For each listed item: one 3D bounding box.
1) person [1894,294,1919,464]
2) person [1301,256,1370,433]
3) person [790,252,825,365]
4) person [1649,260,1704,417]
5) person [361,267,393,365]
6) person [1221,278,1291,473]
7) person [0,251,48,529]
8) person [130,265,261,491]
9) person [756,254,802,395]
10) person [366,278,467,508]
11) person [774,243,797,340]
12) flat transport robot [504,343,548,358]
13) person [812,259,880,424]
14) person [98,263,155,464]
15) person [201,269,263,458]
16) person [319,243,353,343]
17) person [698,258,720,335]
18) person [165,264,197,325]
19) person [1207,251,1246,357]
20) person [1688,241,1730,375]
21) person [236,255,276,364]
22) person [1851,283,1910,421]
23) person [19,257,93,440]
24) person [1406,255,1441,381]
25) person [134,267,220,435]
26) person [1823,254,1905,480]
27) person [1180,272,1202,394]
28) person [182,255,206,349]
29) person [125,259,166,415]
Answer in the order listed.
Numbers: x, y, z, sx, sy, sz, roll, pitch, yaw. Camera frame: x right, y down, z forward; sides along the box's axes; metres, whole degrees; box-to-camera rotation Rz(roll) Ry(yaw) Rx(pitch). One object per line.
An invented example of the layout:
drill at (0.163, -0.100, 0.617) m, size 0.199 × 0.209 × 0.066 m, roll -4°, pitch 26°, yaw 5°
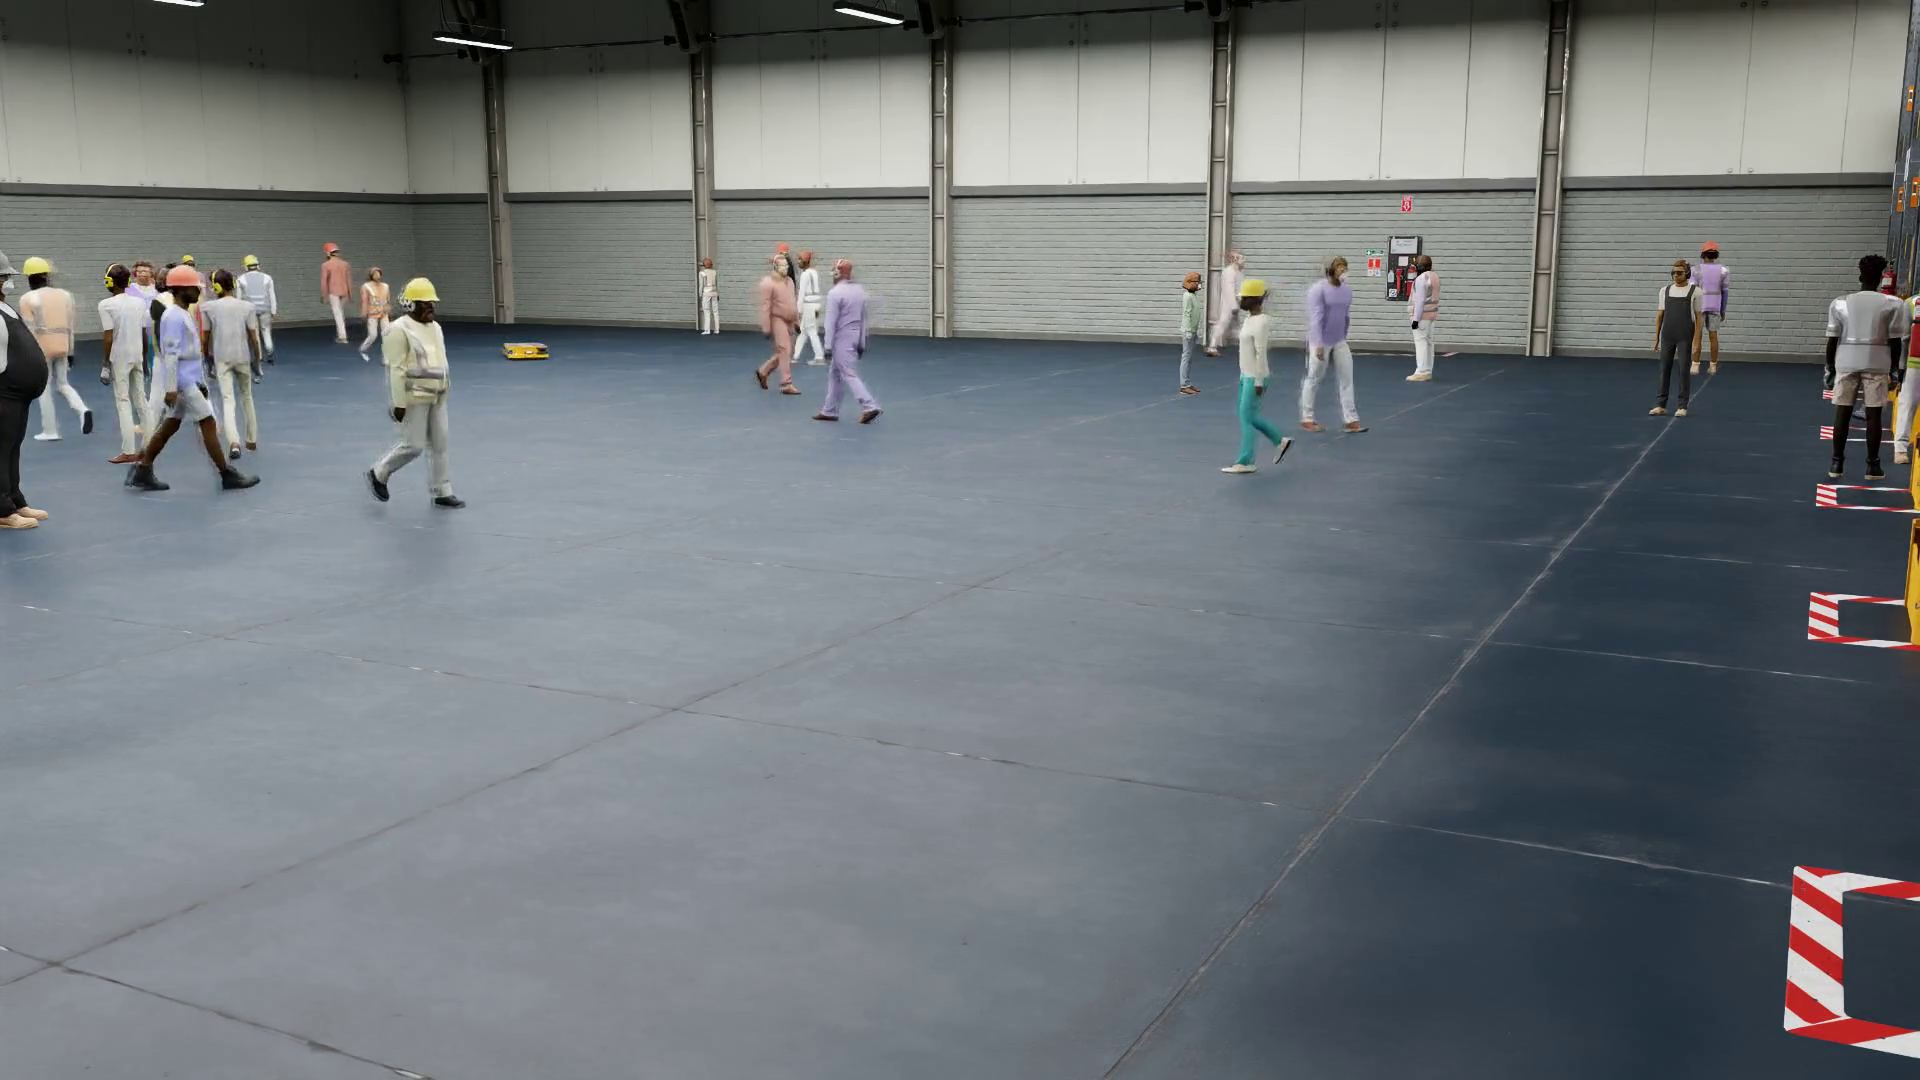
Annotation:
person at (9.052, -1.617, 15.496) m, size 0.624 × 1.844 × 0.430 m, roll 2°, pitch 11°, yaw 10°
person at (4.029, -2.073, 17.825) m, size 0.655 × 1.903 × 0.910 m, roll -6°, pitch 12°, yaw -31°
person at (-2.588, -3.788, 27.284) m, size 0.802 × 1.852 × 0.606 m, roll 2°, pitch 11°, yaw 10°
person at (8.437, -2.366, 19.569) m, size 0.516 × 1.843 × 0.325 m, roll 9°, pitch 14°, yaw 41°
person at (-9.655, -3.695, 27.442) m, size 0.594 × 1.619 × 0.533 m, roll 8°, pitch 13°, yaw 36°
person at (2.667, -1.468, 14.902) m, size 0.561 × 1.751 × 0.536 m, roll 0°, pitch 10°, yaw 0°
person at (-6.976, -1.111, 12.190) m, size 0.537 × 2.000 × 0.679 m, roll -3°, pitch 11°, yaw -17°
person at (-6.484, -1.339, 13.867) m, size 1.015 × 1.888 × 0.561 m, roll -4°, pitch 11°, yaw -20°
person at (-2.448, -2.908, 22.427) m, size 0.743 × 1.882 × 0.655 m, roll 5°, pitch 11°, yaw 24°
person at (-4.262, -1.132, 12.962) m, size 0.702 × 1.810 × 0.597 m, roll 3°, pitch 11°, yaw 16°
person at (-3.576, -4.995, 33.554) m, size 0.663 × 1.967 × 0.632 m, roll -3°, pitch 11°, yaw -15°
flat transport robot at (-7.578, -3.309, 29.008) m, size 0.652 × 0.197 × 1.431 m, roll -3°, pitch 11°, yaw -18°
person at (-1.293, -2.258, 18.923) m, size 0.944 × 1.868 × 0.650 m, roll 5°, pitch 12°, yaw 25°
person at (-7.827, -1.647, 15.582) m, size 0.328 × 1.872 × 0.513 m, roll 4°, pitch 11°, yaw 21°
person at (-7.033, -1.712, 16.105) m, size 0.503 × 1.819 × 0.948 m, roll -6°, pitch 12°, yaw -28°
person at (-12.444, -4.896, 33.025) m, size 0.786 × 1.961 × 0.645 m, roll 7°, pitch 12°, yaw 32°
person at (-5.392, -5.232, 35.765) m, size 0.520 × 1.636 × 0.312 m, roll -9°, pitch 14°, yaw -40°
person at (-12.363, -3.502, 26.188) m, size 0.557 × 1.674 × 0.600 m, roll 1°, pitch 10°, yaw 3°
person at (4.797, -4.098, 29.006) m, size 1.012 × 1.851 × 0.673 m, roll 5°, pitch 12°, yaw 26°
person at (11.422, -3.551, 25.490) m, size 0.610 × 2.043 × 0.397 m, roll 1°, pitch 10°, yaw 5°
person at (-11.645, -3.804, 27.522) m, size 0.591 × 1.812 × 0.420 m, roll -7°, pitch 12°, yaw -33°
person at (10.480, -2.068, 18.615) m, size 0.830 × 1.595 × 0.514 m, roll 1°, pitch 10°, yaw 8°
person at (-9.378, -1.966, 17.205) m, size 0.599 × 1.907 × 0.598 m, roll 5°, pitch 11°, yaw 24°
person at (6.796, -3.258, 24.450) m, size 0.429 × 1.840 × 0.630 m, roll 8°, pitch 13°, yaw 37°
person at (-8.401, -1.998, 17.744) m, size 0.941 × 1.795 × 0.633 m, roll 3°, pitch 11°, yaw 15°
person at (7.908, -1.511, 14.572) m, size 0.602 × 1.967 × 0.370 m, roll 8°, pitch 13°, yaw 36°
person at (3.125, -2.792, 22.467) m, size 0.279 × 1.633 × 0.501 m, roll 3°, pitch 11°, yaw 18°
person at (-14.322, -4.423, 31.009) m, size 0.316 × 1.767 × 0.529 m, roll 9°, pitch 14°, yaw 41°
person at (-9.704, -2.417, 19.850) m, size 0.384 × 1.841 × 0.565 m, roll 8°, pitch 13°, yaw 36°
